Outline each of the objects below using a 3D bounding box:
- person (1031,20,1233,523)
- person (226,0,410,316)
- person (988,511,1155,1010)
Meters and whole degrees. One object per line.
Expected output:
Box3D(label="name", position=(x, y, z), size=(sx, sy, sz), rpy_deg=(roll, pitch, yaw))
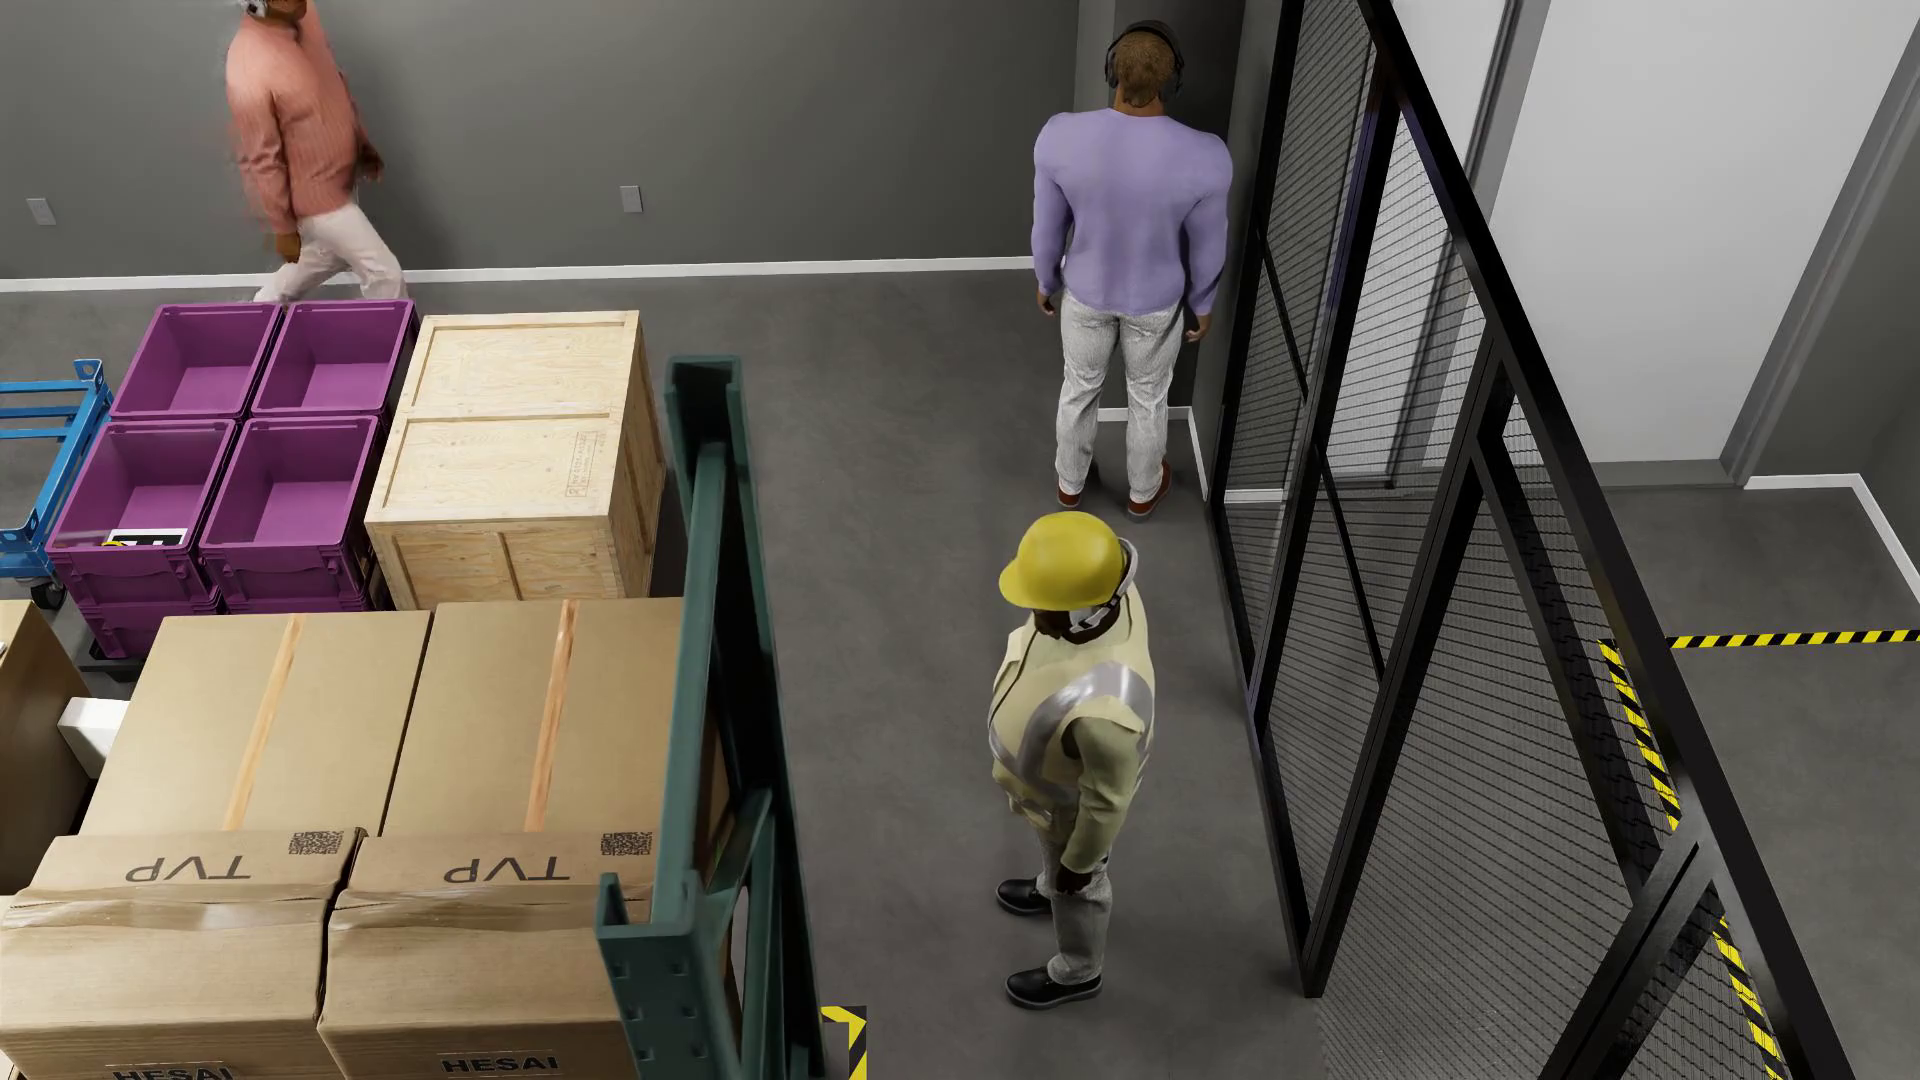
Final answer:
Box3D(label="person", position=(0.550, -0.835, 5.554), size=(0.636, 1.939, 0.364), rpy_deg=(10, 47, 9))
Box3D(label="person", position=(-2.393, -1.308, 5.994), size=(0.918, 1.957, 0.620), rpy_deg=(-1, 46, -1))
Box3D(label="person", position=(0.270, 0.589, 4.272), size=(0.404, 1.823, 0.603), rpy_deg=(-2, 46, -2))
